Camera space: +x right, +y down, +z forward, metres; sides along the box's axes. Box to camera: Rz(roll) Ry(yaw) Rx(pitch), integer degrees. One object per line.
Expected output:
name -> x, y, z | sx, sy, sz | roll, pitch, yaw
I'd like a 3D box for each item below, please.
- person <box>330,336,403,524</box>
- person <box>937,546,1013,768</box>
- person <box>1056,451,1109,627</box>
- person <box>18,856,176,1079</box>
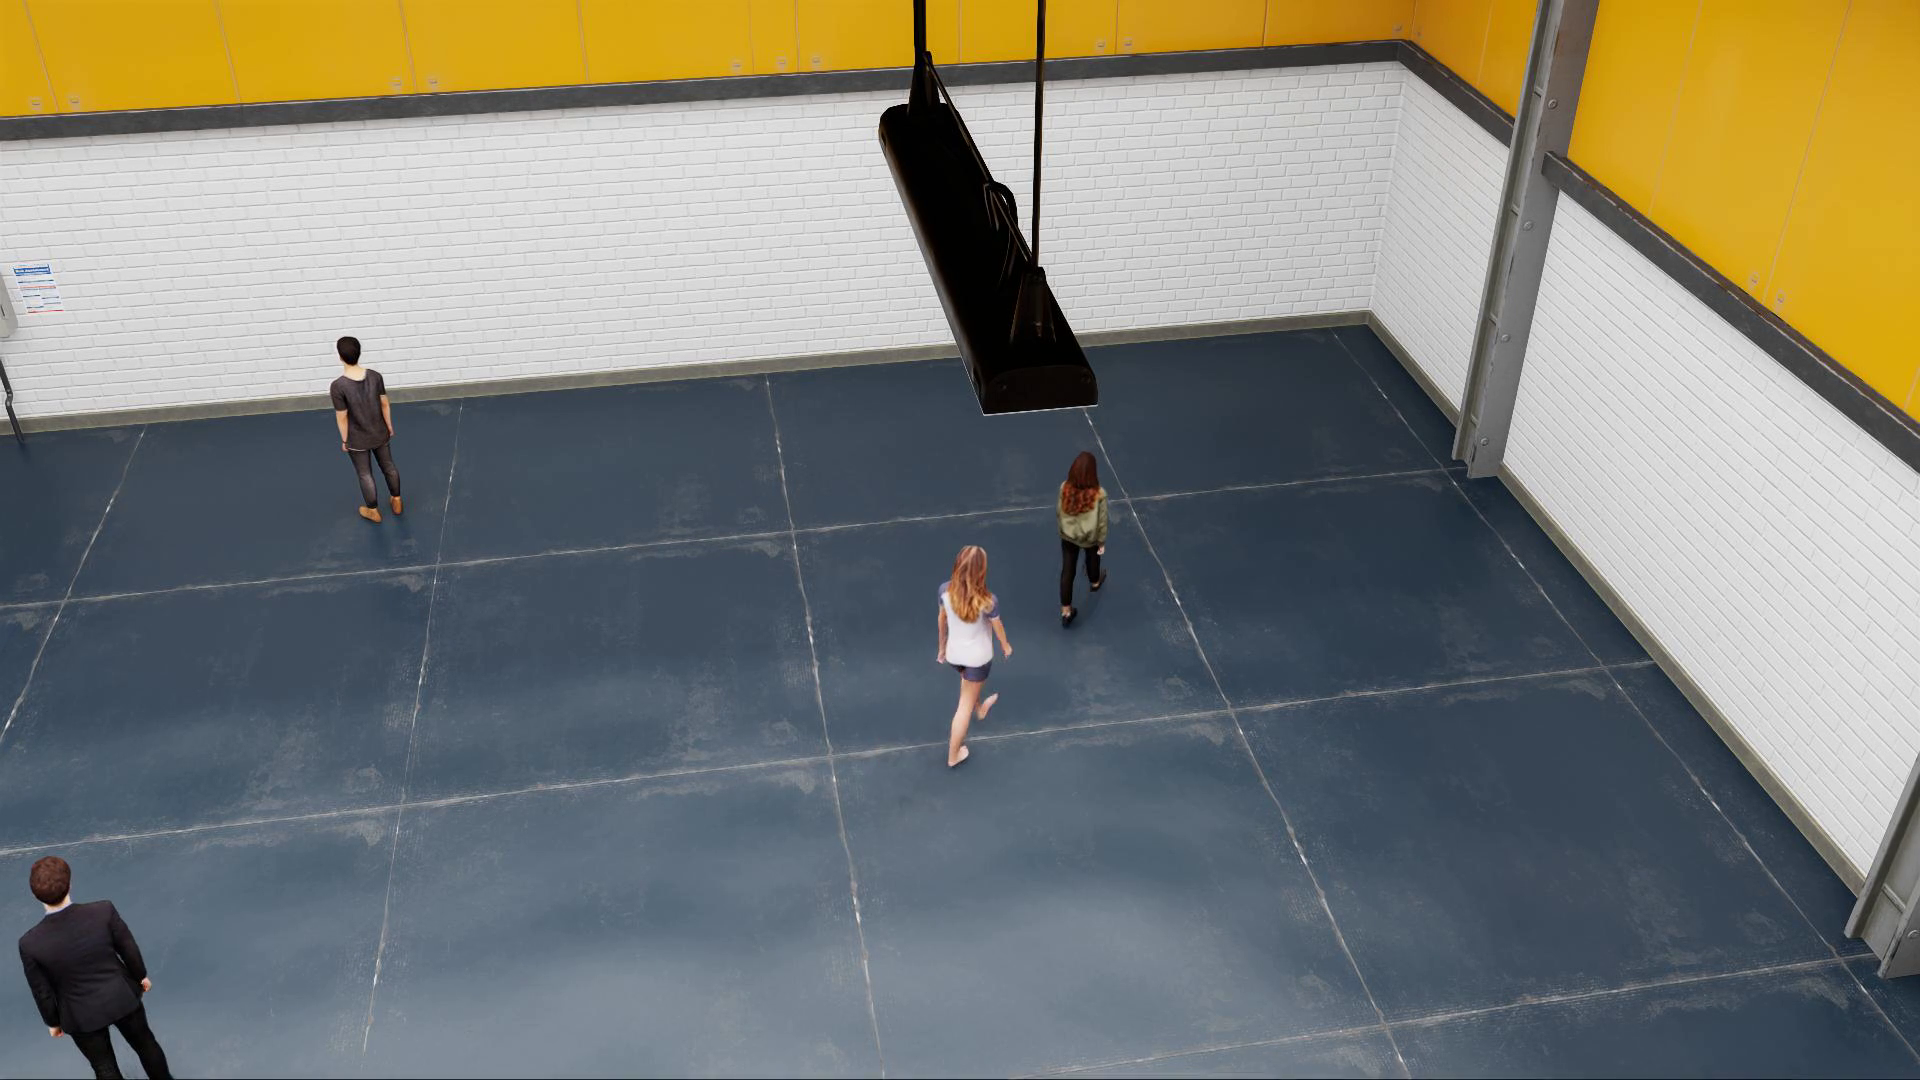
person -> -5.071, -0.946, 14.202 | 0.705, 1.717, 0.716 | -25, 41, -32
person -> 0.021, 0.855, 11.517 | 0.975, 1.691, 1.050 | 20, 38, 27
person -> 0.916, 0.019, 13.004 | 0.916, 1.436, 1.062 | 13, 36, 19
person -> -4.630, 2.456, 8.927 | 0.785, 1.891, 0.793 | -27, 42, -35
